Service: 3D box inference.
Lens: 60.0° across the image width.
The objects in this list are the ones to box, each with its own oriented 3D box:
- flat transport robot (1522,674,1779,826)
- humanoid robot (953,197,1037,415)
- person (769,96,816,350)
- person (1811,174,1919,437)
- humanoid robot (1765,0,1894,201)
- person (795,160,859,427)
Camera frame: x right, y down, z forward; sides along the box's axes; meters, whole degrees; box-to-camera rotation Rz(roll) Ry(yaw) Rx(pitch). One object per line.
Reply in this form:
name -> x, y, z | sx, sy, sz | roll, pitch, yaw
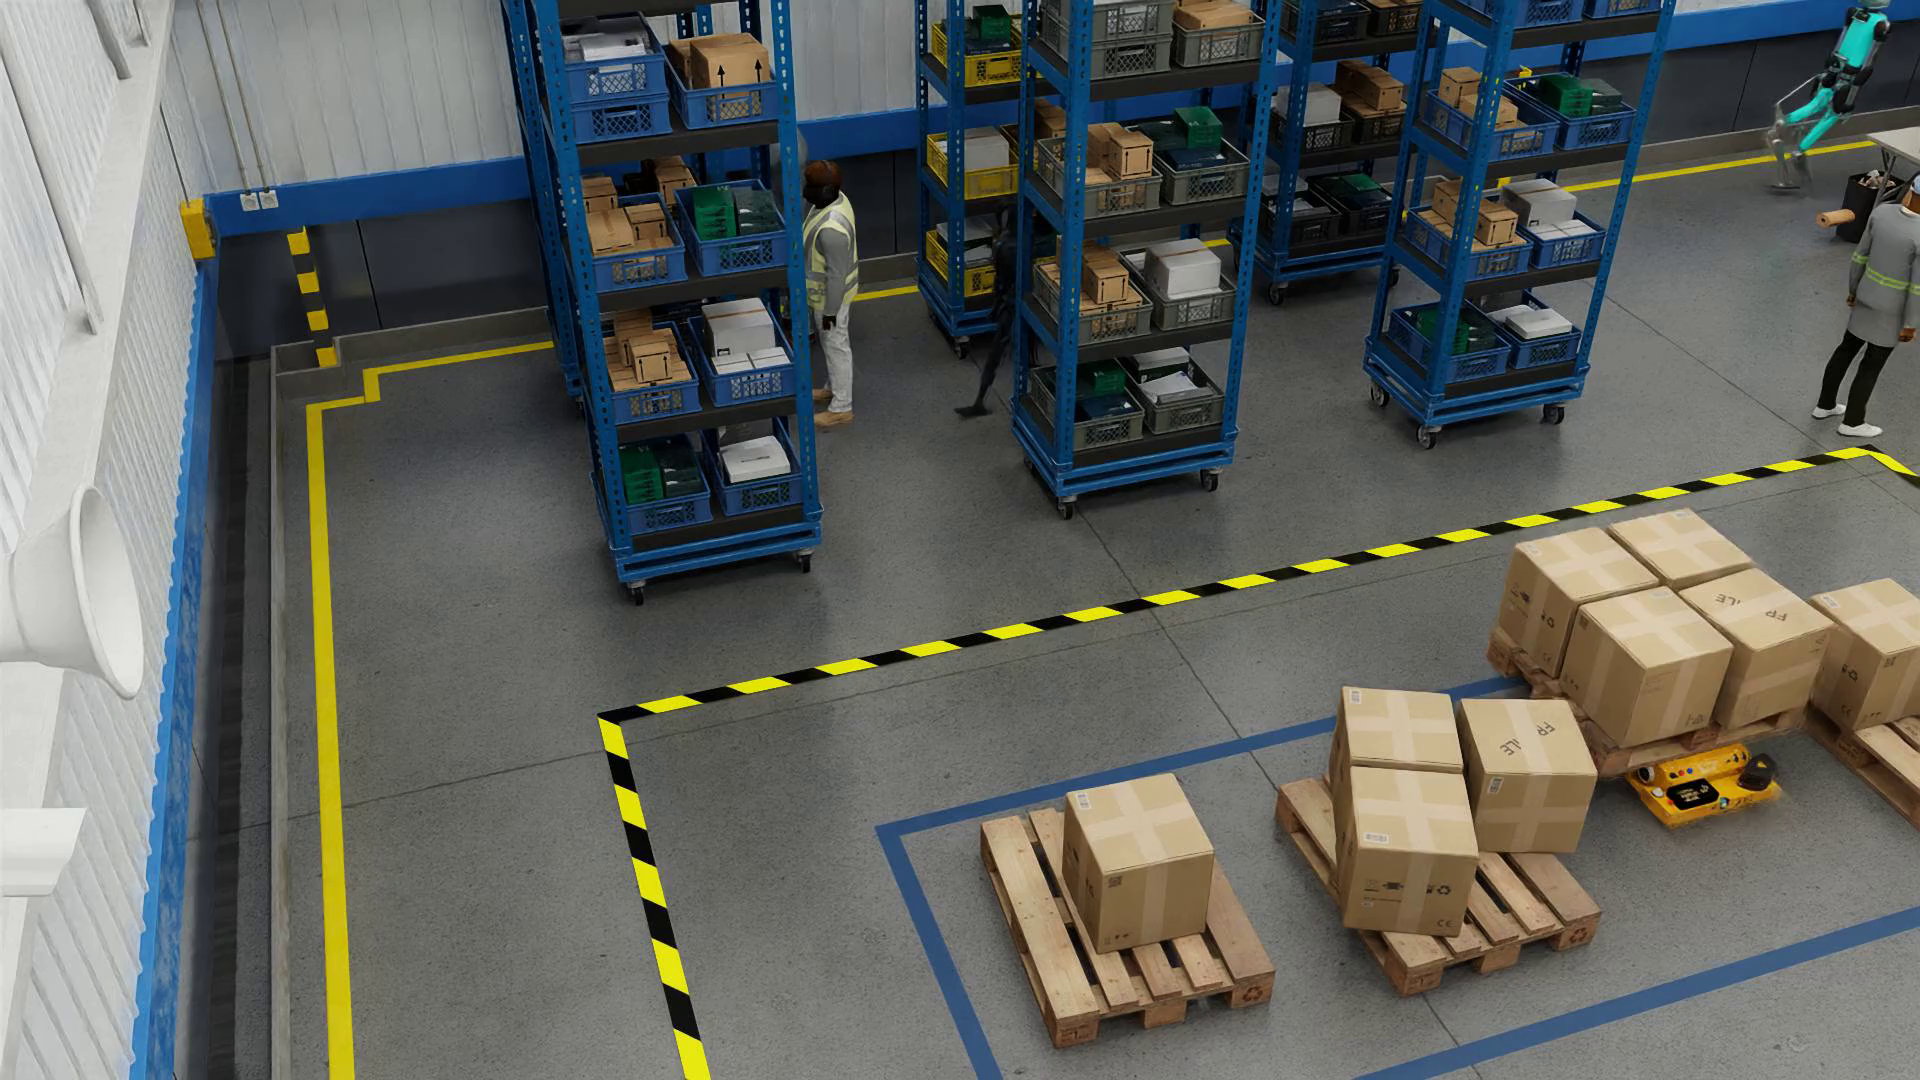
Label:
flat transport robot -> 3.561, 0.888, 8.773 | 0.652, 0.197, 1.431 | -11, 37, -15
humanoid robot -> 0.364, -1.497, 11.006 | 0.784, 1.637, 0.599 | -10, 36, -13
person -> -1.243, -2.294, 11.860 | 0.360, 1.937, 0.634 | -11, 37, -16
person -> 6.065, -1.553, 10.884 | 0.393, 1.849, 0.593 | -9, 36, -13
humanoid robot -> 7.243, -3.733, 14.090 | 0.806, 1.786, 0.556 | -4, 35, -5
person -> -0.881, -1.638, 11.009 | 0.429, 1.846, 0.632 | -4, 35, -5
